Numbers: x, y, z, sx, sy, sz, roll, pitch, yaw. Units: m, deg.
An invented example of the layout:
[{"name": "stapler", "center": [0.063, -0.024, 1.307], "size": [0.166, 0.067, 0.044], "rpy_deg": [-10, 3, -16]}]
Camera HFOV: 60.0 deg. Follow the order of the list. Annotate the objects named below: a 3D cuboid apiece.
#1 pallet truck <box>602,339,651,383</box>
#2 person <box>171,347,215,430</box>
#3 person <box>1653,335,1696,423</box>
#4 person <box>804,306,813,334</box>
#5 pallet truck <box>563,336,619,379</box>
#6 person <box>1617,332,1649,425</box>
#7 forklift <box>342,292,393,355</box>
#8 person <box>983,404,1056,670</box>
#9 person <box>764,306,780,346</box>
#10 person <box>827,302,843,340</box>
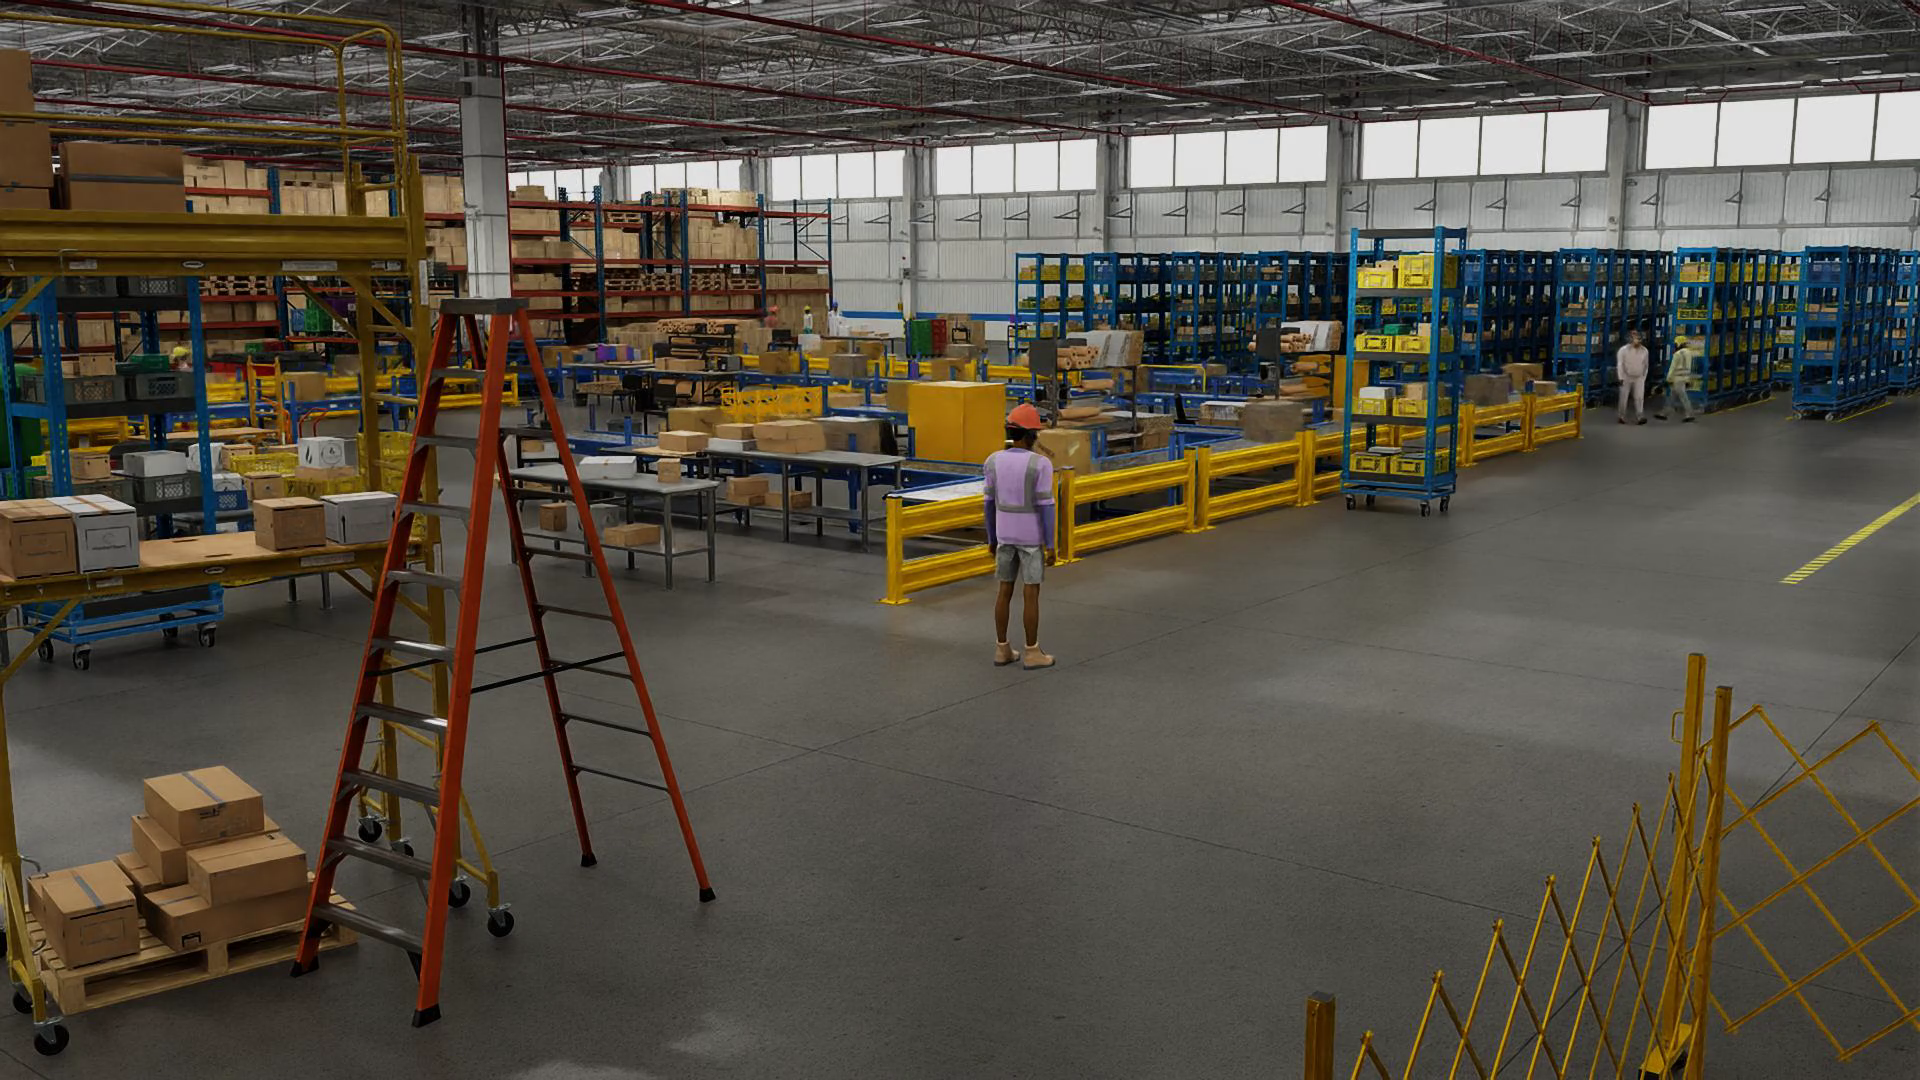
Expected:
[{"name": "pallet truck", "center": [-8.991, -4.871, 45.351], "size": [0.653, 1.274, 1.630], "rpy_deg": [7, 11, 37]}, {"name": "person", "center": [-13.725, -2.576, 29.654], "size": [0.628, 1.751, 0.534], "rpy_deg": [-7, 12, -39]}, {"name": "person", "center": [14.684, -3.290, 33.979], "size": [0.926, 1.786, 0.600], "rpy_deg": [9, 13, 44]}, {"name": "person", "center": [-6.029, -8.373, 65.764], "size": [0.321, 1.765, 0.535], "rpy_deg": [-8, 12, -39]}, {"name": "pallet truck", "center": [-10.690, -5.294, 48.215], "size": [1.601, 1.201, 0.680], "rpy_deg": [-5, 10, -26]}, {"name": "person", "center": [13.524, -3.235, 33.419], "size": [0.647, 1.854, 1.001], "rpy_deg": [1, 9, 5]}, {"name": "forklift", "center": [-16.485, -5.622, 45.120], "size": [1.129, 2.768, 1.873], "rpy_deg": [7, 11, 37]}, {"name": "person", "center": [0.480, -0.024, 12.781], "size": [0.615, 2.042, 0.376], "rpy_deg": [6, 11, 34]}, {"name": "person", "center": [-6.219, -6.706, 54.732], "size": [0.641, 1.965, 0.639], "rpy_deg": [3, 10, 19]}, {"name": "person", "center": [-4.772, -8.115, 63.579], "size": [0.615, 1.946, 0.391], "rpy_deg": [-3, 9, -16]}]
